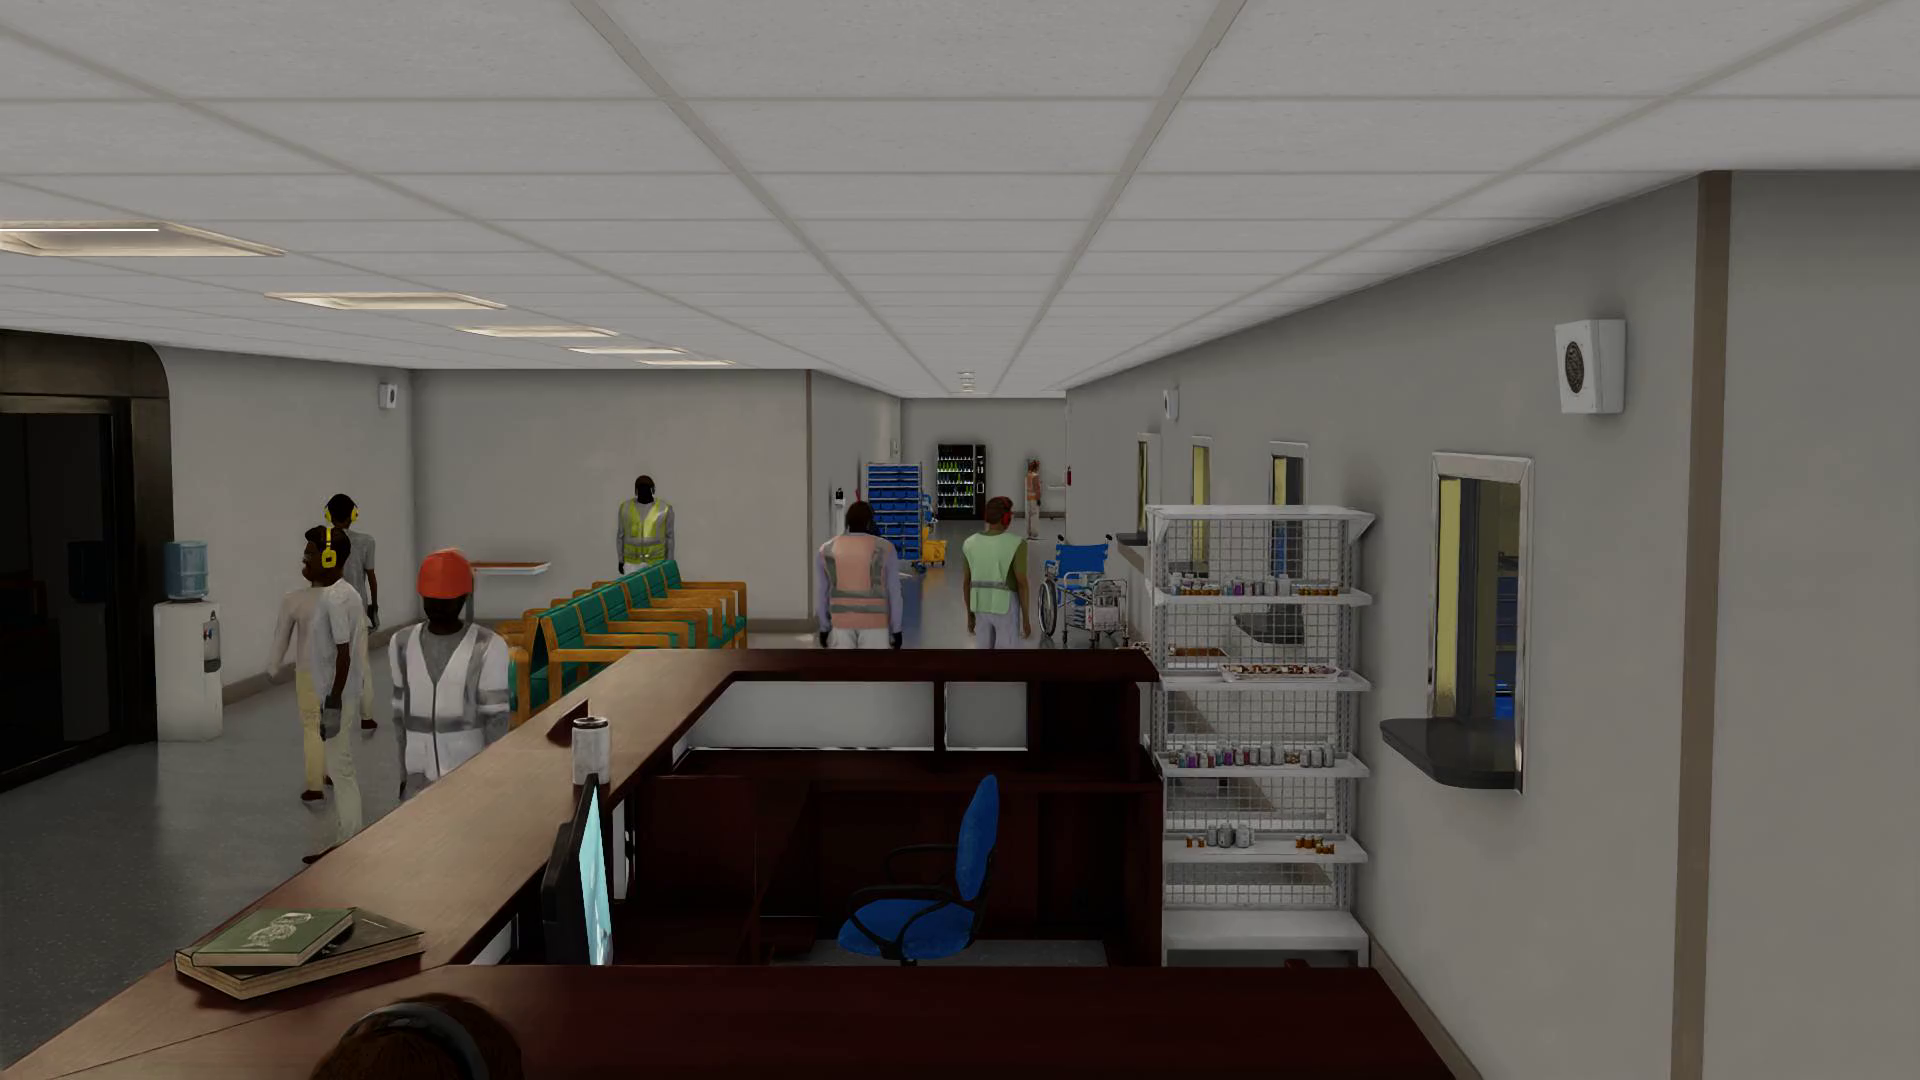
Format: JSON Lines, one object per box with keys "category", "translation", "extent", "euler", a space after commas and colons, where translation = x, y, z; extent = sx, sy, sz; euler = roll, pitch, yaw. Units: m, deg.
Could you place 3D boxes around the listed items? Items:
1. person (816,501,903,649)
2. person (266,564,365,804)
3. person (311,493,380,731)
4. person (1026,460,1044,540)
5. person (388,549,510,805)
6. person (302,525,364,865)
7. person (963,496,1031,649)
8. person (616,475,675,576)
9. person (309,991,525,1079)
{"category": "person", "translation": [-0.737, 0.630, 12.336], "extent": [0.644, 1.835, 0.439], "euler": [1, 4, 12]}
{"category": "person", "translation": [-4.151, 0.851, 10.710], "extent": [0.566, 1.596, 0.738], "euler": [-2, 5, -28]}
{"category": "person", "translation": [-4.781, 0.572, 12.912], "extent": [0.518, 1.861, 0.328], "euler": [-2, 4, -23]}
{"category": "person", "translation": [1.506, -0.812, 33.872], "extent": [0.307, 1.639, 0.514], "euler": [-1, 4, -20]}
{"category": "person", "translation": [-2.195, 0.978, 7.079], "extent": [0.547, 1.874, 1.020], "euler": [0, 4, 5]}
{"category": "person", "translation": [-3.360, 0.853, 8.881], "extent": [0.328, 1.872, 0.513], "euler": [-2, 4, -23]}
{"category": "person", "translation": [0.279, 0.583, 12.849], "extent": [0.569, 1.843, 0.373], "euler": [3, 5, 32]}
{"category": "person", "translation": [-3.403, 0.220, 17.981], "extent": [0.621, 1.845, 0.430], "euler": [0, 4, -3]}
{"category": "person", "translation": [-0.545, 1.380, 1.718], "extent": [0.628, 1.842, 0.429], "euler": [1, 4, 7]}
